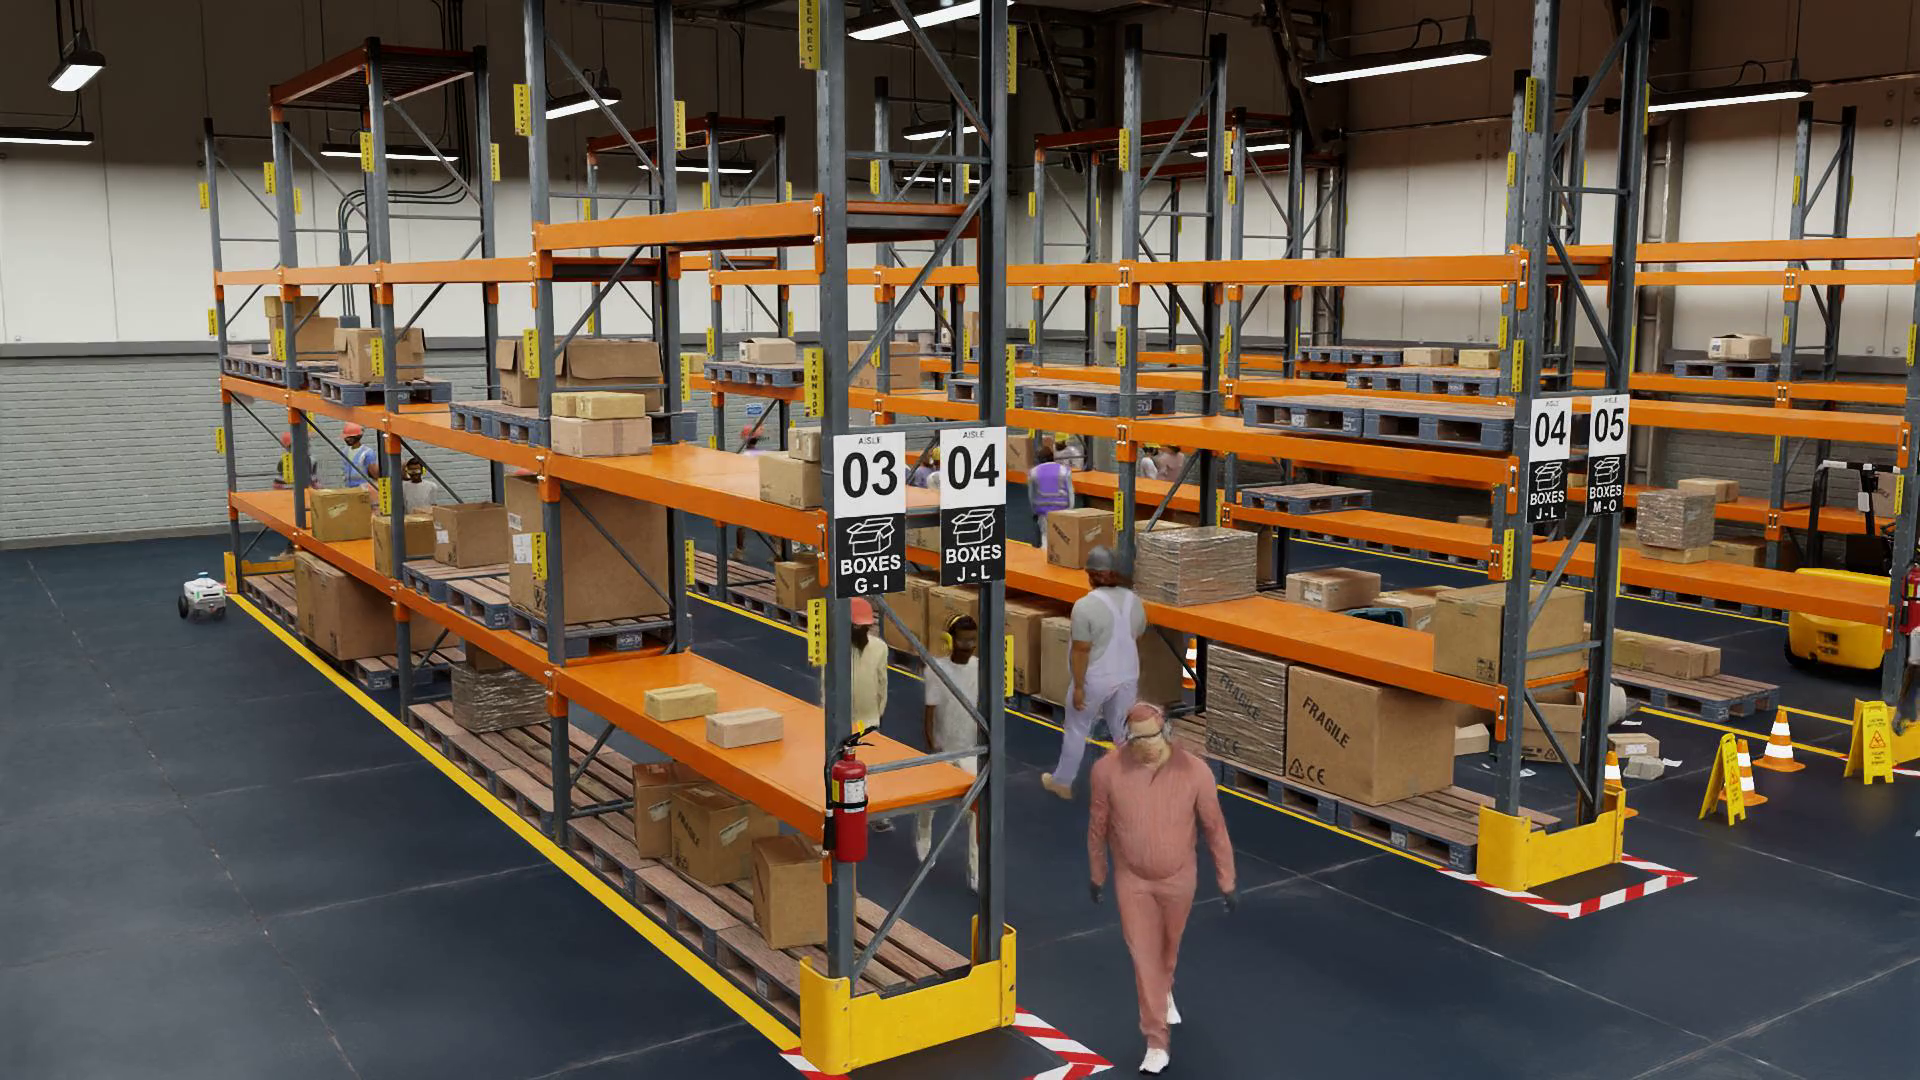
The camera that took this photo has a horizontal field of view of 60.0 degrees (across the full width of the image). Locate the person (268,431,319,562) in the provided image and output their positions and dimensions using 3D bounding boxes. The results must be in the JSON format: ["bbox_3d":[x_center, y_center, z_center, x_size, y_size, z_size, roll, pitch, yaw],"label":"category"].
[{"bbox_3d":[-9.314,-0.550,23.300,1.099,1.961,0.602,3,9,19],"label":"person"}]

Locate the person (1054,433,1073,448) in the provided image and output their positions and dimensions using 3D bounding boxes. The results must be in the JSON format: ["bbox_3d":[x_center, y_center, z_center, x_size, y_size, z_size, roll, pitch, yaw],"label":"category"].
[{"bbox_3d":[1.705,-1.040,27.630,0.498,1.634,0.279,6,10,33],"label":"person"}]

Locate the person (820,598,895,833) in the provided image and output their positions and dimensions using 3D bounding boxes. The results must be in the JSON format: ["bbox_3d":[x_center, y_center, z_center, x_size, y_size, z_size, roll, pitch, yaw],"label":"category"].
[{"bbox_3d":[-0.759,1.259,12.100,0.576,1.702,0.921,-4,9,-25],"label":"person"}]

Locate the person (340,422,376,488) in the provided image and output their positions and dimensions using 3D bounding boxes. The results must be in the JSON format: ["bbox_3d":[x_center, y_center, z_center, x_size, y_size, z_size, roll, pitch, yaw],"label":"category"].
[{"bbox_3d":[-8.649,-0.677,23.885,0.609,2.036,0.403,4,10,26],"label":"person"}]

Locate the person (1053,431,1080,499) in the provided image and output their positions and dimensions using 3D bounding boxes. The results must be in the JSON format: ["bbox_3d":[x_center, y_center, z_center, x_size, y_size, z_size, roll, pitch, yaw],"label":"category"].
[{"bbox_3d":[1.549,-0.830,25.661,0.569,1.800,0.627,-6,10,-35],"label":"person"}]

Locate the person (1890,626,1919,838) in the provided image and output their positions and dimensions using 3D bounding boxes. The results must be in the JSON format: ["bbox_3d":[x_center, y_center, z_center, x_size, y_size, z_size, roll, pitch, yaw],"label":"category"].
[{"bbox_3d":[6.901,1.242,11.762,0.585,1.846,0.513,-6,11,-36],"label":"person"}]

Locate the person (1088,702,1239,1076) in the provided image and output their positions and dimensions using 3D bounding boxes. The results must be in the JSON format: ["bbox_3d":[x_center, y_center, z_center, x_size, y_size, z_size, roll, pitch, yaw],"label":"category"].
[{"bbox_3d":[1.036,1.726,8.552,0.737,1.843,1.009,0,9,1],"label":"person"}]

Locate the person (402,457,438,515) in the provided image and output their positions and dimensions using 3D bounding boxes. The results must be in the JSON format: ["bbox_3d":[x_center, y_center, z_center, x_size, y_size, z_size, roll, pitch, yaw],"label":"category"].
[{"bbox_3d":[-6.743,-0.114,20.741,0.508,1.861,0.328,-1,9,-7],"label":"person"}]

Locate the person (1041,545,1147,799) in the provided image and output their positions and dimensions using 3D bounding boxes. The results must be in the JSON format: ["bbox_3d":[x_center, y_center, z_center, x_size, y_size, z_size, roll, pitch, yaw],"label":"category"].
[{"bbox_3d":[1.018,1.004,12.680,0.701,2.000,0.920,-5,10,-32],"label":"person"}]

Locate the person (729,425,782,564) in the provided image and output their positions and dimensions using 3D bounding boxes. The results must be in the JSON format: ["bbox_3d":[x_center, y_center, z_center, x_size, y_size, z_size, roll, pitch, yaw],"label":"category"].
[{"bbox_3d":[-2.910,-0.644,23.821,1.022,2.005,0.622,8,12,44],"label":"person"}]

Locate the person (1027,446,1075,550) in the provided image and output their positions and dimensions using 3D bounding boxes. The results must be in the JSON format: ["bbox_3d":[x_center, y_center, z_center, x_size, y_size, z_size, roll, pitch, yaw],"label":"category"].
[{"bbox_3d":[1.253,-0.379,22.729,0.676,1.798,0.434,2,9,12],"label":"person"}]

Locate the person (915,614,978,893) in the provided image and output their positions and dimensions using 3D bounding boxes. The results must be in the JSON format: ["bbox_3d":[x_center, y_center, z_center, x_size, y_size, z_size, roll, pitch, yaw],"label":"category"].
[{"bbox_3d":[-0.048,1.364,11.033,0.510,1.819,1.010,-3,9,-21],"label":"person"}]

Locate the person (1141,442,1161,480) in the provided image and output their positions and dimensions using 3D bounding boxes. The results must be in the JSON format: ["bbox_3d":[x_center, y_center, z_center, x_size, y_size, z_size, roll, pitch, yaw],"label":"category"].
[{"bbox_3d":[2.811,-0.660,24.705,0.341,1.757,0.517,0,9,0],"label":"person"}]

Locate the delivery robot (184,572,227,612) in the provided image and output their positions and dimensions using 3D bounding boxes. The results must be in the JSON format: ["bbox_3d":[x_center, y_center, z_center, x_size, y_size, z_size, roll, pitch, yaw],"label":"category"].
[{"bbox_3d":[-8.983,0.630,19.782,0.477,0.478,0.707,-6,10,-35],"label":"delivery robot"}]

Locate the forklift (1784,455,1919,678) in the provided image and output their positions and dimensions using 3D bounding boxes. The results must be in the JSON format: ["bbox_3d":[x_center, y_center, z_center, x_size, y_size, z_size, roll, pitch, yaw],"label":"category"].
[{"bbox_3d":[9.643,0.253,17.172,2.313,2.155,1.214,-6,10,-33],"label":"forklift"}]

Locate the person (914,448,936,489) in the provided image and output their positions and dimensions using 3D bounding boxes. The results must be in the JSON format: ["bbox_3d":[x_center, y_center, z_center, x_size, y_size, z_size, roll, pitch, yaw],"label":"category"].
[{"bbox_3d":[-0.461,-0.540,24.337,0.505,1.628,0.293,-8,12,-42],"label":"person"}]
